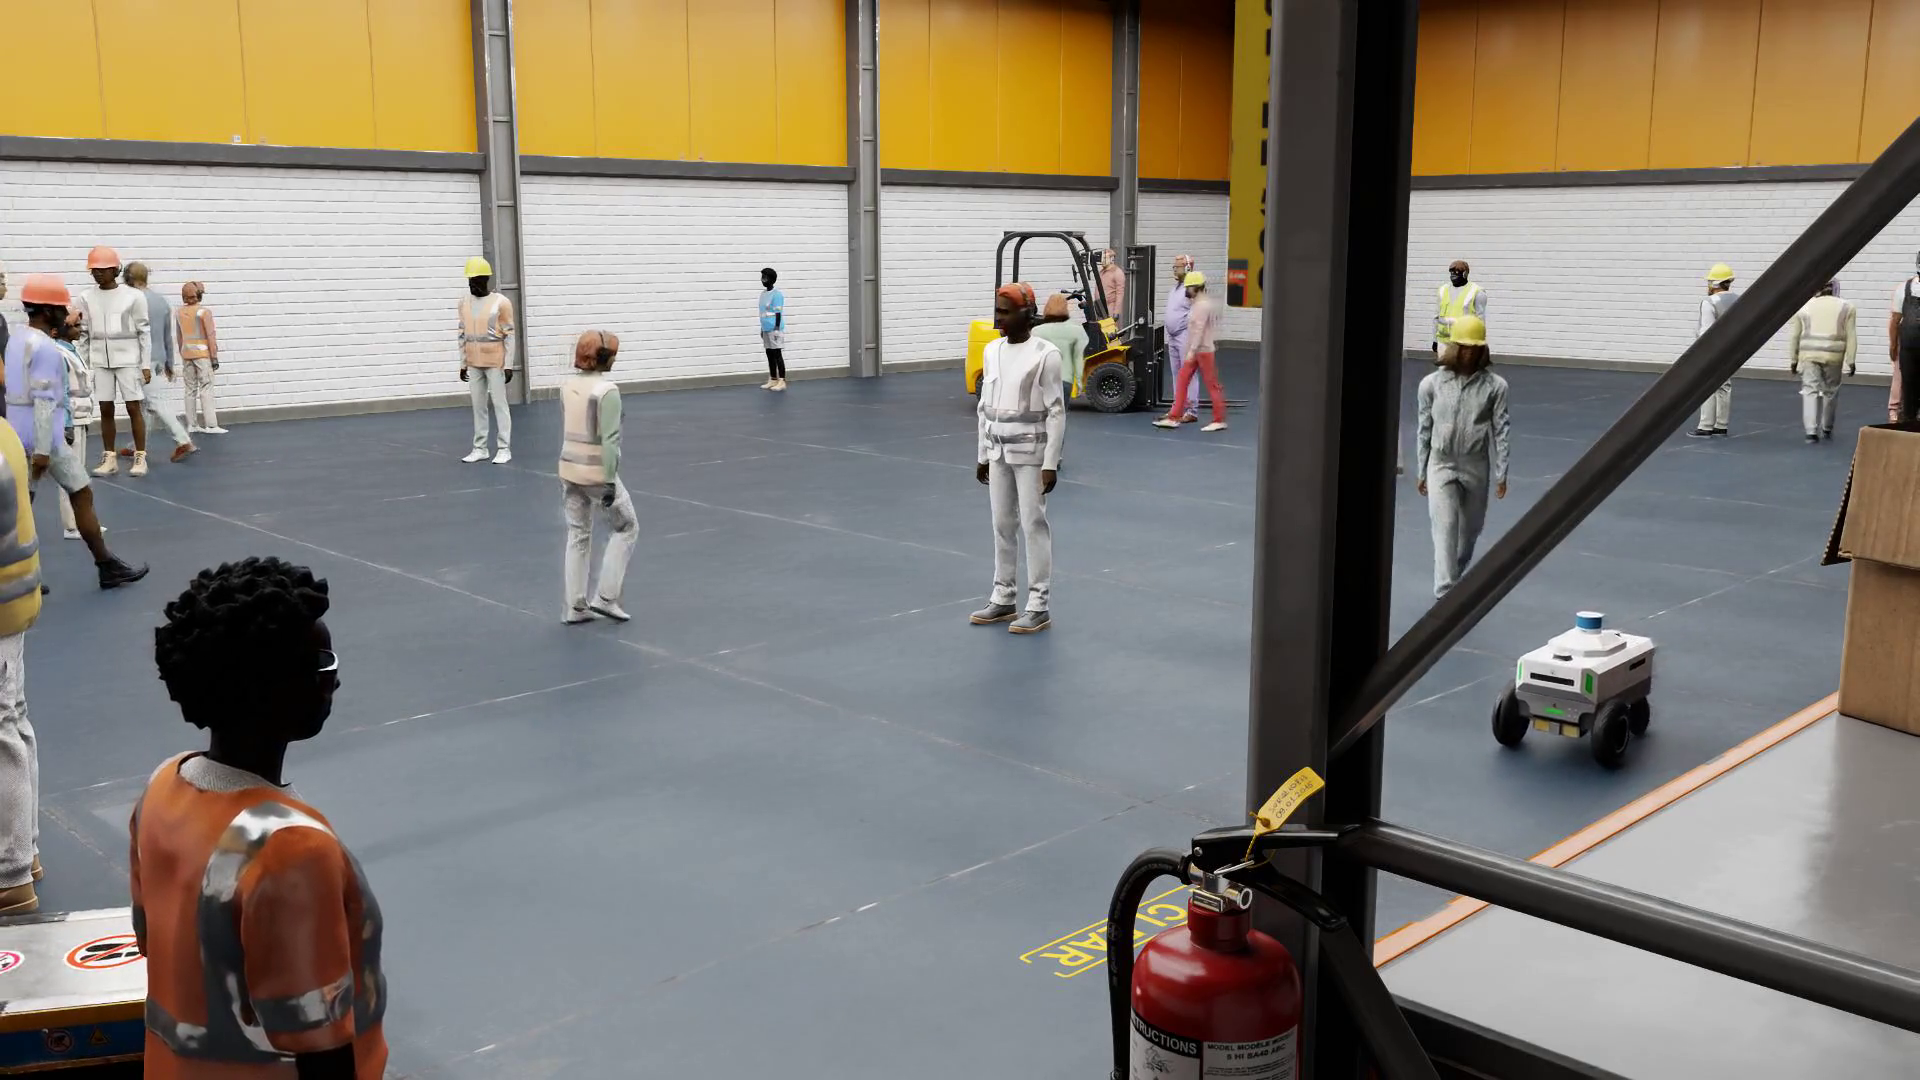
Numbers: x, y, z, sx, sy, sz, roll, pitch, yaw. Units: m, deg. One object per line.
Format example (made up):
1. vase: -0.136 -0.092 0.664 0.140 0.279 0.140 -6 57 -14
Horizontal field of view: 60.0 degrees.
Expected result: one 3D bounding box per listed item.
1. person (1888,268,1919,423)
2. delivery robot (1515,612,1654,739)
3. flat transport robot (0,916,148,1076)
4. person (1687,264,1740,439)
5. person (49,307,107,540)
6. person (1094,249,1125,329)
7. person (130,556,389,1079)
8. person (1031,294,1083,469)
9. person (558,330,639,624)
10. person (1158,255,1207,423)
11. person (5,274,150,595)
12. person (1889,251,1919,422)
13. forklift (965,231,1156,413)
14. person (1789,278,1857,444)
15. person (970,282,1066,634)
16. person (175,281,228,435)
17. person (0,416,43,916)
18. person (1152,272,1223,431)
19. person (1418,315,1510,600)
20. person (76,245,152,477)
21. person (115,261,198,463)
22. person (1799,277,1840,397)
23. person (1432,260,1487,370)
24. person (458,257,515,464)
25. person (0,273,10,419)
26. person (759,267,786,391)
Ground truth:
1. person: 10.795 -2.229 18.679 0.642 1.905 0.401 2 11 13
2. delivery robot: 2.624 0.545 6.971 0.477 0.478 0.707 9 14 41
3. flat transport robot: -2.346 1.198 4.438 1.431 0.197 0.652 -3 11 -14
4. person: 7.956 -1.983 17.527 0.602 1.829 0.404 -6 12 -29
5. person: -6.260 -0.817 11.718 0.311 1.631 0.507 -4 11 -19
6. person: 2.331 -3.651 26.419 0.409 1.908 0.642 -6 12 -32
7. person: -0.978 0.861 2.384 0.316 1.695 0.540 -10 14 -44
8. person: 0.888 -1.465 15.338 0.508 1.601 0.823 -2 11 -9
9. person: -1.993 -0.336 9.108 0.534 1.622 0.421 9 14 40
10. person: 2.539 -2.294 19.021 0.408 1.908 0.644 -4 11 -21
11. person: -5.351 -0.614 9.878 0.550 1.890 0.951 8 13 37
12. person: 10.211 -2.107 17.632 0.570 2.000 0.698 -10 14 -43
13. forklift: 1.222 -2.721 20.561 2.313 2.155 1.214 2 11 13
14. person: 8.926 -1.892 17.216 0.627 1.759 0.937 6 12 28
15. person: 0.306 -0.441 8.977 0.341 1.882 0.587 -9 14 -42
16. person: -8.173 -1.948 17.851 0.517 1.645 0.308 4 11 22
17. person: -3.117 0.270 5.218 0.429 1.844 0.627 -4 11 -23
18. person: 2.498 -2.031 18.068 0.867 1.725 0.533 -2 11 -12
19. person: 2.796 -0.410 9.303 0.492 1.709 0.844 2 11 10
20. person: -7.467 -1.564 14.675 0.615 2.038 0.395 -1 10 -4
21. person: -7.641 -1.673 15.663 0.978 1.904 0.638 2 11 10
22. person: 11.400 -2.850 22.004 0.369 1.925 0.586 4 11 19
23. person: 5.800 -2.339 19.444 0.634 1.841 0.429 10 15 44
24. person: -4.440 -1.667 15.550 0.600 1.926 0.386 4 11 21
25. person: -8.850 -1.553 15.203 0.779 1.824 0.543 -5 11 -24
26. person: -2.600 -2.903 22.926 0.319 1.691 0.535 -7 12 -33
